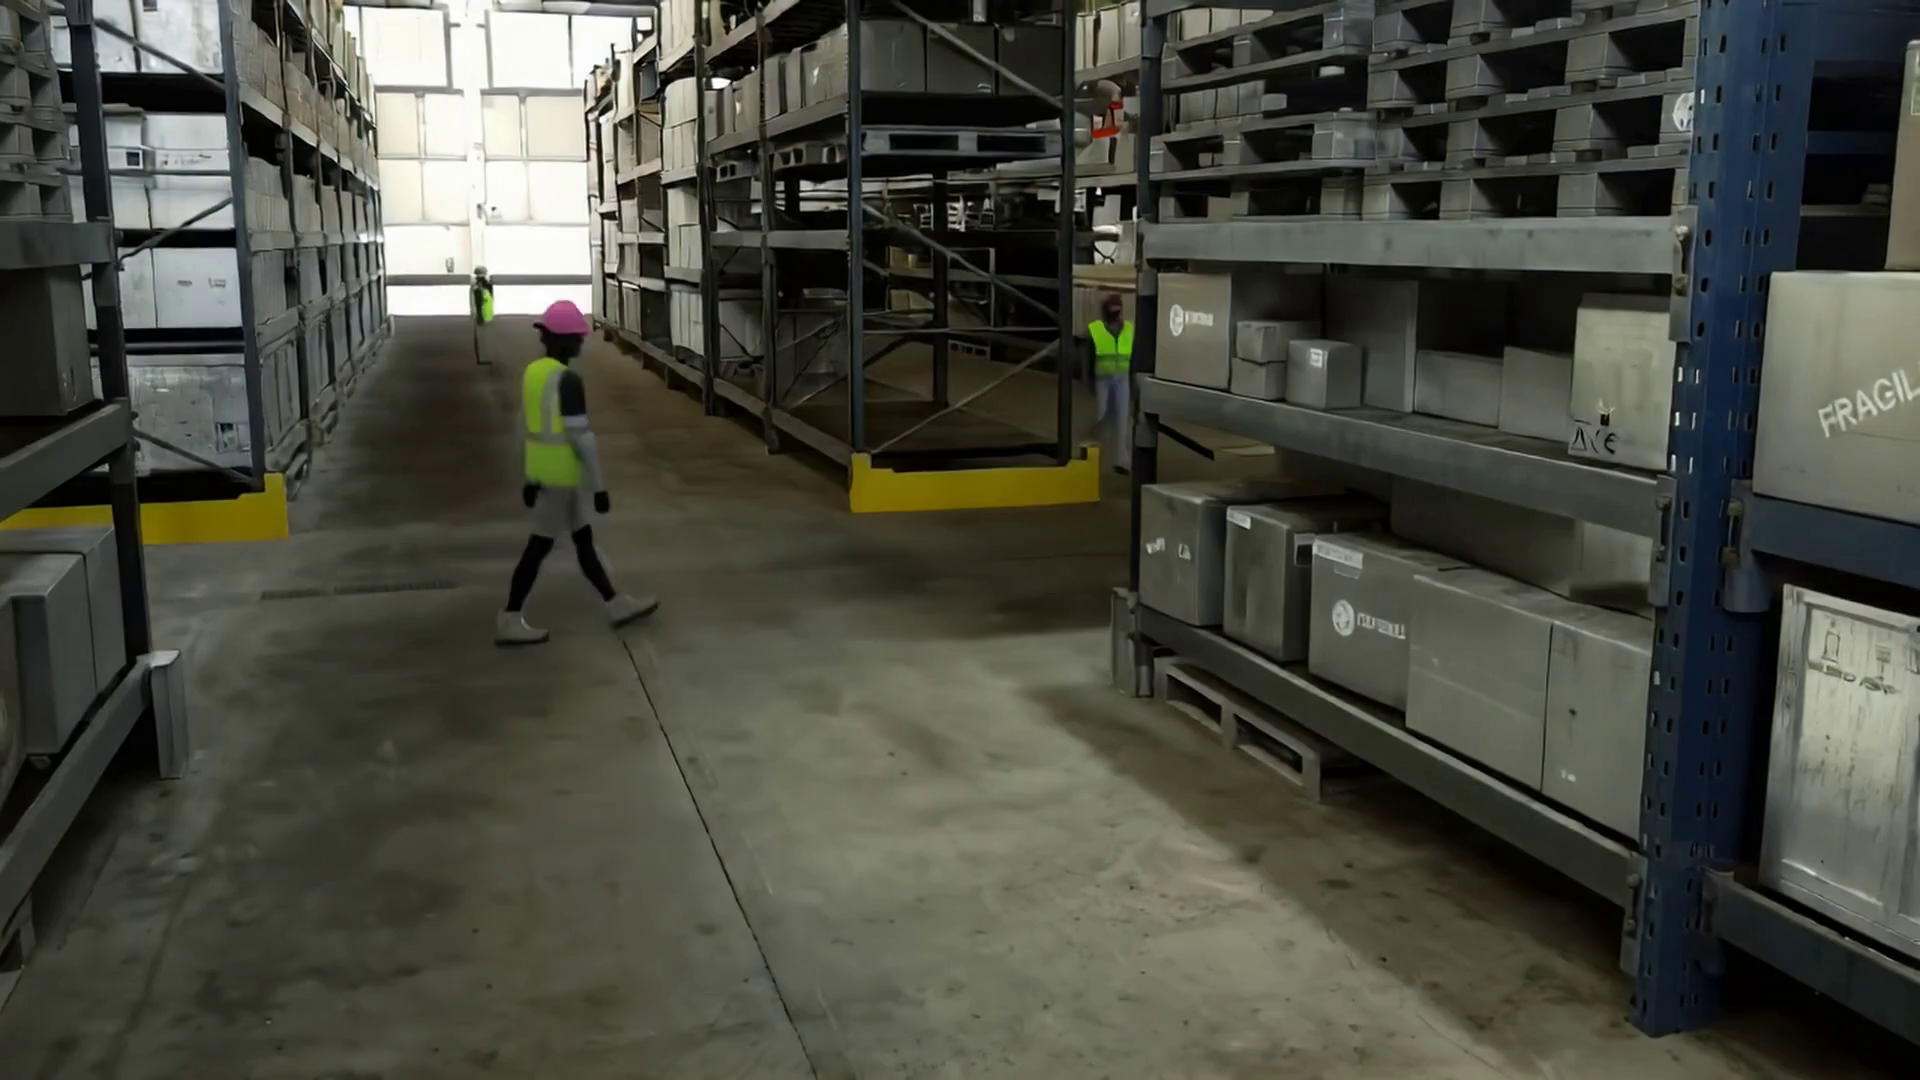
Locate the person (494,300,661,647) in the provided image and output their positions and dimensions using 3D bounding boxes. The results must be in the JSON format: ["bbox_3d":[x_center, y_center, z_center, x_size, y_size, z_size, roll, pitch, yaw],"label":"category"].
[{"bbox_3d":[-2.265,-0.386,9.648,1.066,1.983,0.627,-7,12,-33],"label":"person"}]

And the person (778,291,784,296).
[{"bbox_3d":[-3.822,-5.211,36.353,0.646,1.890,0.503,-5,11,-25],"label":"person"}]

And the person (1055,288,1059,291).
[{"bbox_3d":[2.748,-7.223,47.403,0.706,1.886,0.487,0,10,1],"label":"person"}]

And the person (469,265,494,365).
[{"bbox_3d":[-8.794,-4.128,30.564,0.403,1.837,0.590,-4,11,-20],"label":"person"}]

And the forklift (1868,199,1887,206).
[{"bbox_3d":[11.338,-2.915,21.052,1.129,2.768,1.873,-3,11,-17],"label":"forklift"}]

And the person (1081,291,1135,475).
[{"bbox_3d":[1.473,-1.581,16.672,0.574,1.821,0.800,-3,11,-18],"label":"person"}]
